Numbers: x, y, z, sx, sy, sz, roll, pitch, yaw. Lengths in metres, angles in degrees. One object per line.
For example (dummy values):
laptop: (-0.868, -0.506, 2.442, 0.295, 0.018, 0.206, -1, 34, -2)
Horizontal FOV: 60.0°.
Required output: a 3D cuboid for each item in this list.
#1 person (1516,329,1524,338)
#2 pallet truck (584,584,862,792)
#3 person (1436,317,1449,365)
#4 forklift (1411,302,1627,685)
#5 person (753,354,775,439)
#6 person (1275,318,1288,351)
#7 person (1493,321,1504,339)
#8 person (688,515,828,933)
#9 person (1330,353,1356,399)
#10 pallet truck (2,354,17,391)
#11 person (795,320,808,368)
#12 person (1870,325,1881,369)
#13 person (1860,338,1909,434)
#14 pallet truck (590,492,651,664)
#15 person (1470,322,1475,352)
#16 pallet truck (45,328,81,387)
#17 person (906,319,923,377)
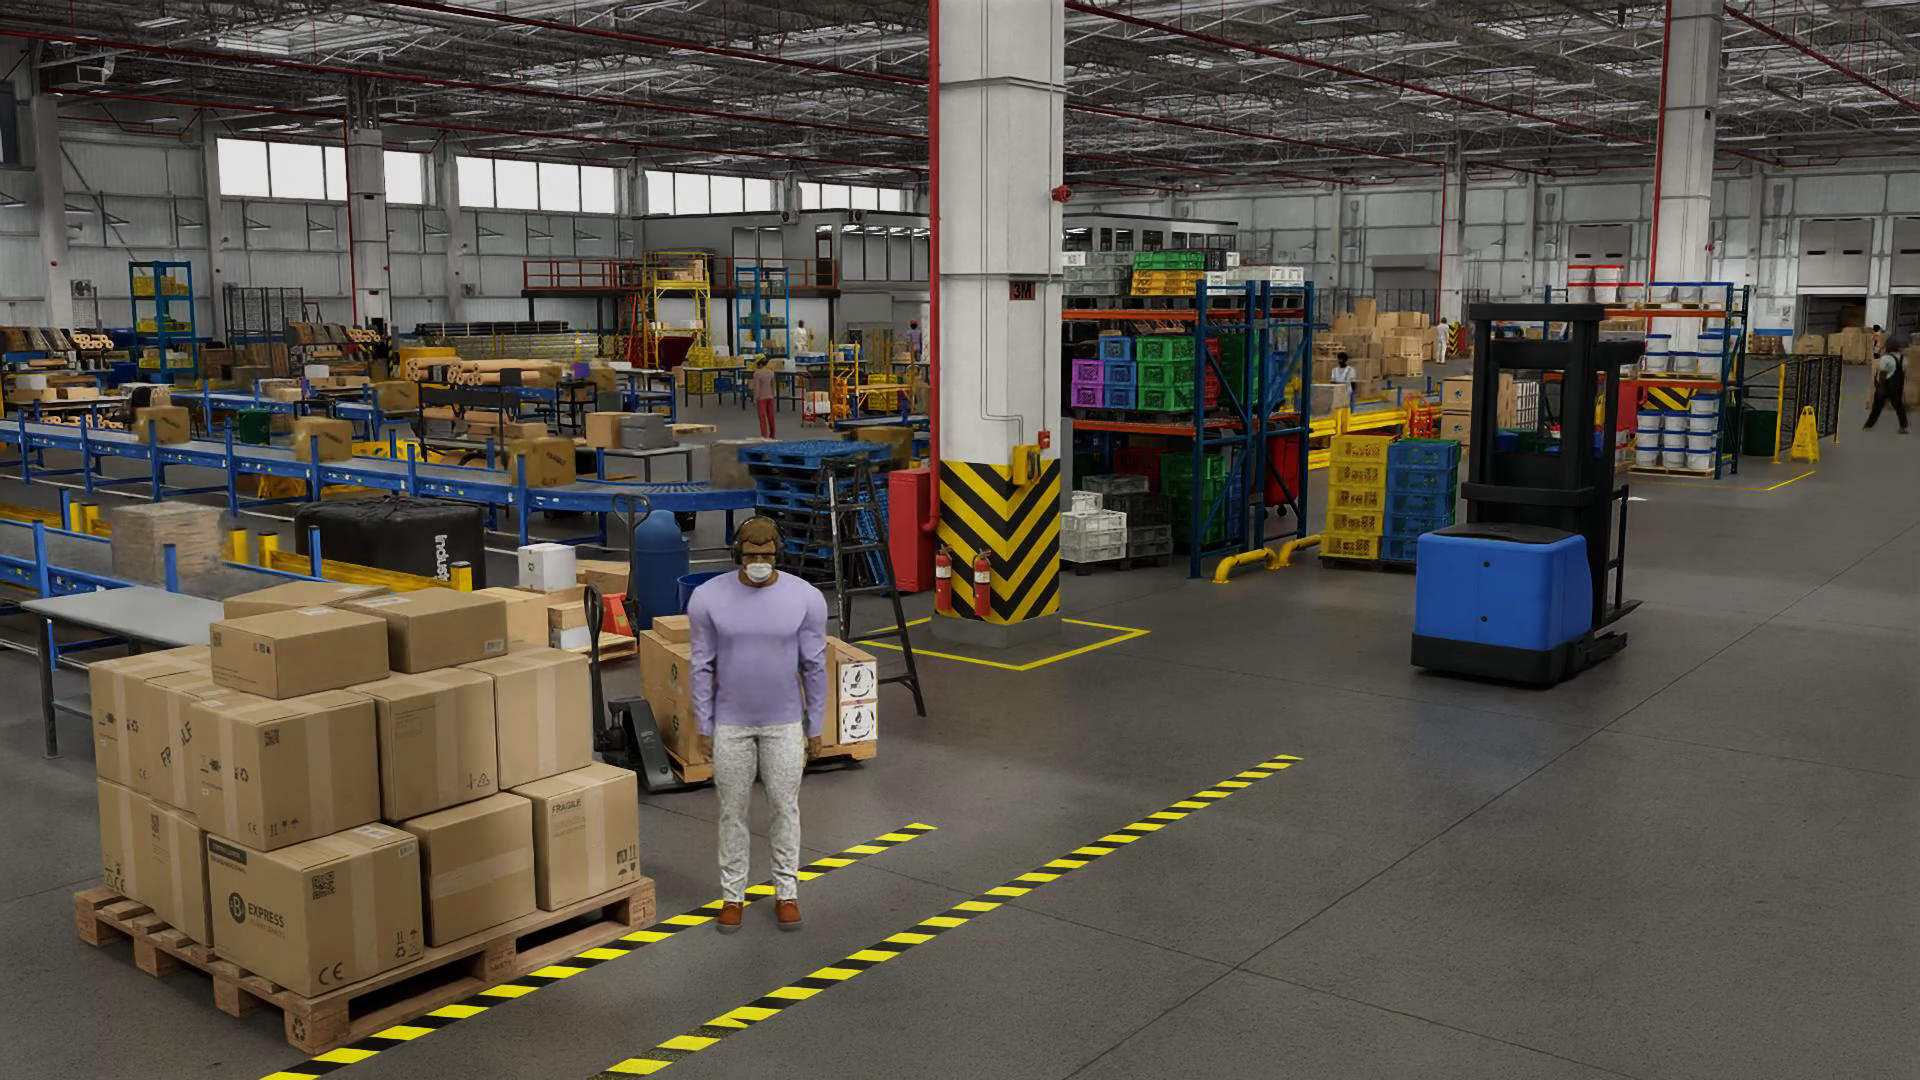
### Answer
person: (16.586, -5.353, 49.496, 0.761, 1.827, 0.682, 3, 9, 21)
pallet truck: (-1.426, 0.805, 10.019, 1.601, 1.201, 0.680, -4, 9, -26)
person: (19.610, -8.084, 67.593, 0.371, 1.932, 0.627, -5, 10, -30)
forklift: (4.379, -0.438, 12.852, 1.129, 2.768, 1.873, 7, 11, 37)
person: (-3.734, -2.657, 31.571, 0.336, 1.761, 0.526, 7, 11, 39)
person: (14.775, -9.289, 76.122, 0.649, 1.798, 0.935, 3, 9, 20)
person: (19.187, -6.858, 59.135, 0.666, 1.977, 0.636, 0, 8, -1)
person: (-0.904, 0.833, 7.516, 0.624, 1.925, 0.389, -1, 8, -5)
person: (7.844, -3.027, 34.364, 0.550, 1.664, 0.764, 8, 11, 41)
pallet truck: (-24.881, -4.417, 42.634, 1.885, 1.965, 0.823, 8, 11, 41)
person: (-6.175, -7.651, 64.846, 0.419, 1.871, 0.605, 8, 12, 43)
person: (35.273, -7.445, 64.046, 0.319, 1.698, 0.539, 7, 11, 38)
person: (19.283, -3.225, 34.458, 0.700, 2.000, 1.041, -3, 9, -17)
pallet truck: (-3.115, 0.344, 12.883, 0.653, 1.274, 1.630, 7, 11, 37)
person: (24.843, -9.980, 80.387, 0.661, 1.918, 0.574, 1, 8, 6)
pallet truck: (-23.775, -4.544, 43.495, 1.885, 1.965, 0.823, 6, 10, 35)
person: (-1.536, -6.336, 55.415, 0.605, 2.045, 0.378, -5, 10, -30)
